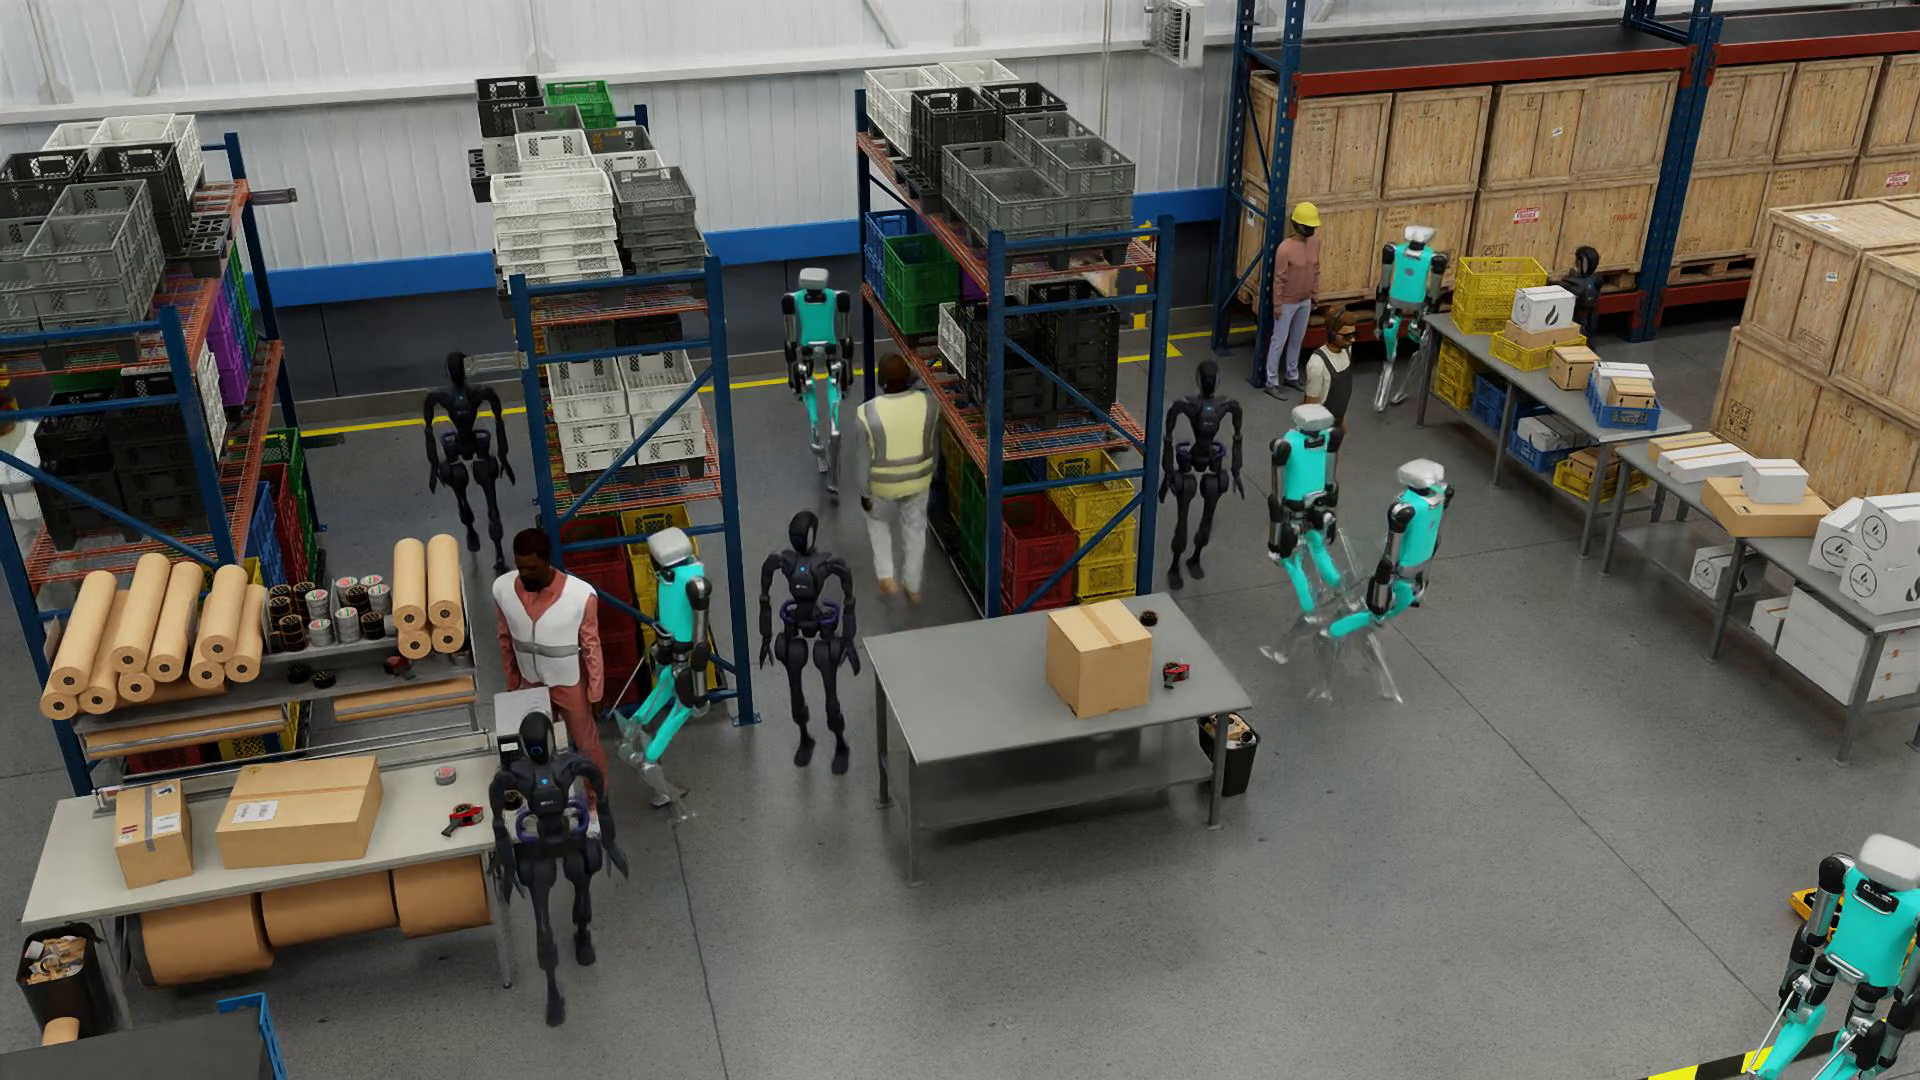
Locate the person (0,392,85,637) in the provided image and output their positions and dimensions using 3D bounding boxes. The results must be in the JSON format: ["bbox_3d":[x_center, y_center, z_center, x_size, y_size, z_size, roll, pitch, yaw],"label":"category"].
[{"bbox_3d":[-6.023,-0.140,10.792,0.604,1.822,0.638,-6,29,-10],"label":"person"}]

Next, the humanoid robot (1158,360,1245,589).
[{"bbox_3d":[1.682,-0.449,11.518,0.596,1.657,0.461,-2,29,-3],"label":"humanoid robot"}]

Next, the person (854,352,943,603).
[{"bbox_3d":[-0.422,-0.404,11.288,0.622,1.829,0.462,-8,30,-14],"label":"person"}]

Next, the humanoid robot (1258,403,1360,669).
[{"bbox_3d":[2.306,0.084,10.542,0.542,1.825,0.809,-15,32,-25],"label":"humanoid robot"}]

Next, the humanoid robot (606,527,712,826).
[{"bbox_3d":[-1.685,0.811,9.146,0.679,1.786,0.530,-19,34,-31],"label":"humanoid robot"}]

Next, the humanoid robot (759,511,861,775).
[{"bbox_3d":[-0.878,0.581,9.631,0.610,1.647,0.344,3,29,5],"label":"humanoid robot"}]

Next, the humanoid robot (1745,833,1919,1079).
[{"bbox_3d":[3.503,2.011,6.834,0.735,1.681,0.533,-16,33,-27],"label":"humanoid robot"}]

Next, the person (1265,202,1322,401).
[{"bbox_3d":[2.909,-2.070,14.381,0.523,1.760,0.336,-20,34,-32],"label":"person"}]

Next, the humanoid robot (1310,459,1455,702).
[{"bbox_3d":[2.513,0.256,10.226,0.530,1.807,0.800,-23,36,-35],"label":"humanoid robot"}]

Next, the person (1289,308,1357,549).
[{"bbox_3d":[2.630,-0.811,12.016,0.338,1.838,0.507,21,35,33],"label":"person"}]

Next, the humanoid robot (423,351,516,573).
[{"bbox_3d":[-3.472,-0.558,11.761,0.588,1.618,0.804,-9,30,-16],"label":"humanoid robot"}]

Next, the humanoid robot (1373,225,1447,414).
[{"bbox_3d":[3.816,-1.888,14.083,0.552,1.737,0.953,14,32,24],"label":"humanoid robot"}]

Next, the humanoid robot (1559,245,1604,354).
[{"bbox_3d":[5.000,-1.691,13.819,0.608,1.634,0.729,-16,32,-26],"label":"humanoid robot"}]

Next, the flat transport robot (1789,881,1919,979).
[{"bbox_3d":[5.163,1.916,8.676,1.431,0.231,0.659,-8,30,-14],"label":"flat transport robot"}]

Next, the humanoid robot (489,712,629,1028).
[{"bbox_3d":[-1.906,1.516,7.967,0.602,1.630,0.722,-8,30,-15],"label":"humanoid robot"}]

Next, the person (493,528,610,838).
[{"bbox_3d":[-2.202,0.759,9.080,0.590,1.910,0.381,6,29,11],"label":"person"}]

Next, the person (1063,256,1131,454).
[{"bbox_3d":[1.060,-1.613,13.421,0.569,1.883,1.012,-13,31,-22],"label":"person"}]

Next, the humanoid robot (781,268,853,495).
[{"bbox_3d":[-1.067,-1.133,12.740,0.533,1.773,1.010,-2,29,-4],"label":"humanoid robot"}]
